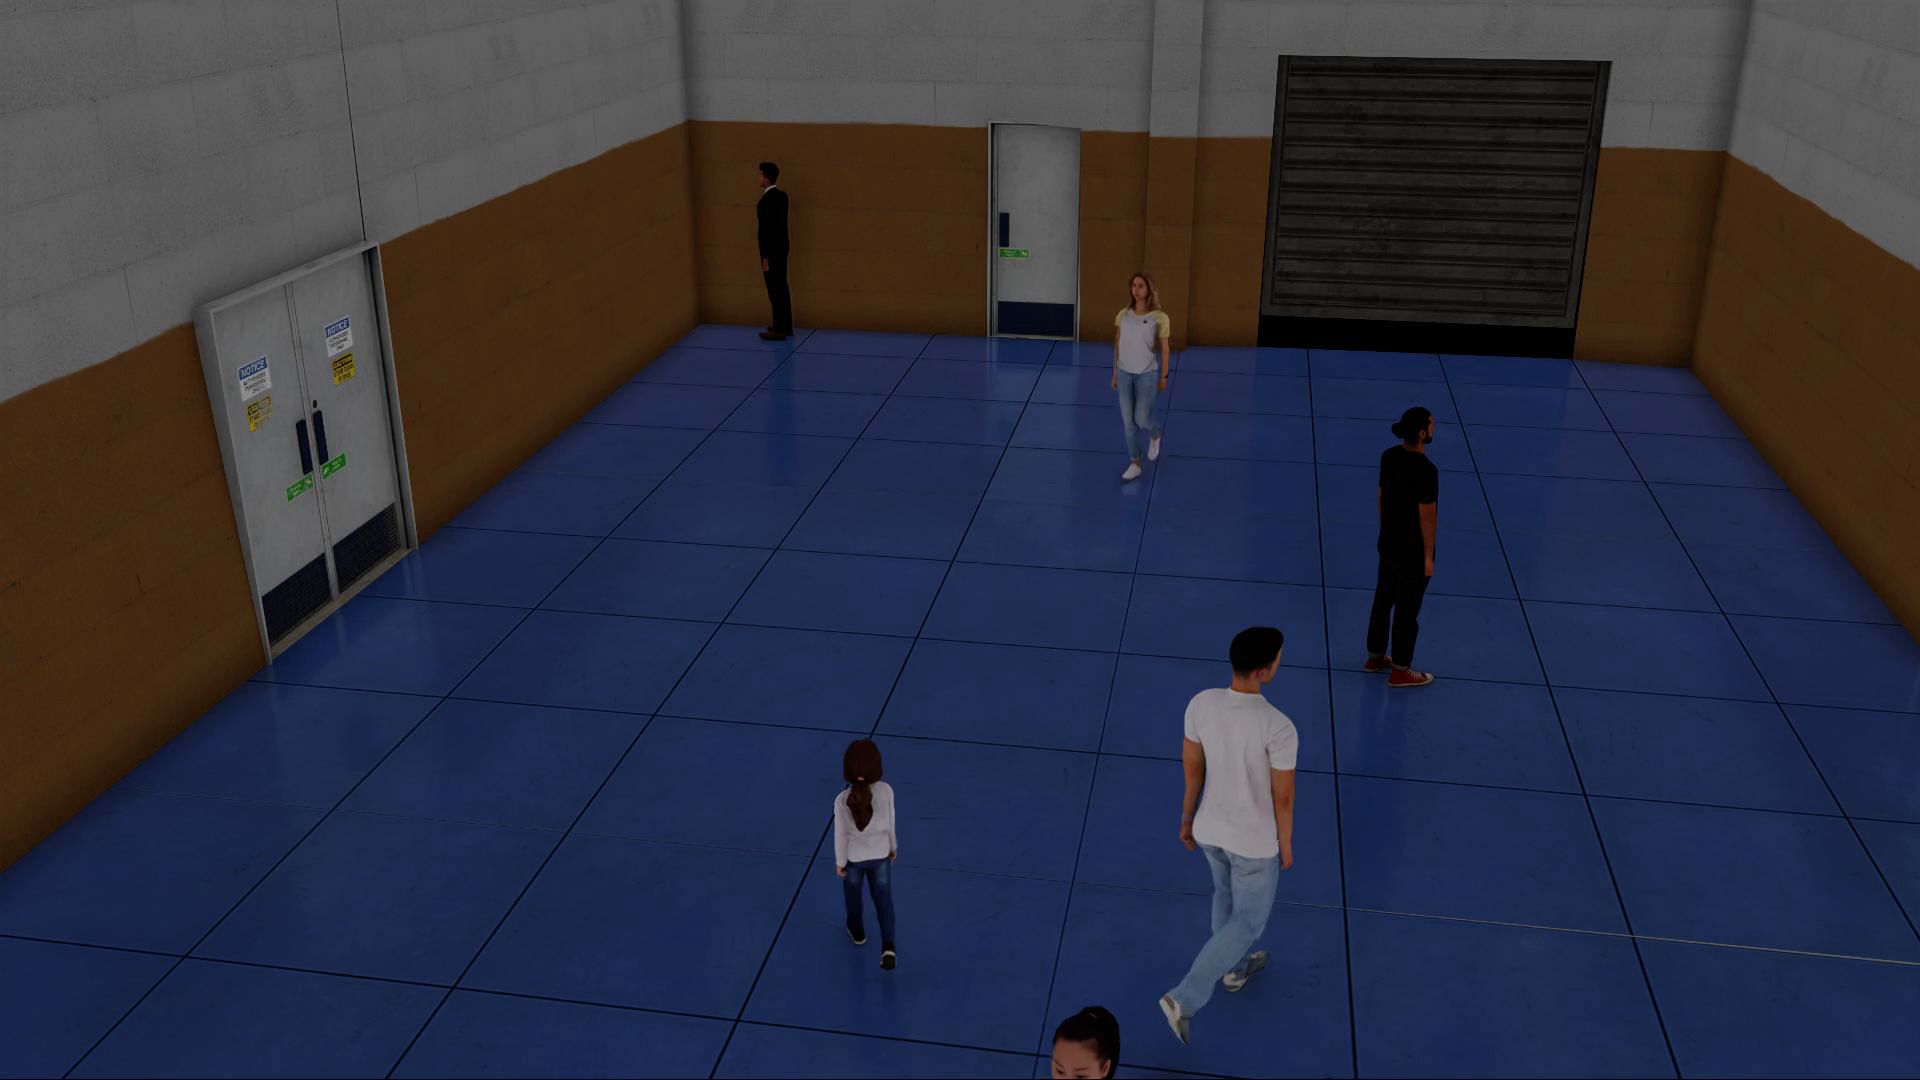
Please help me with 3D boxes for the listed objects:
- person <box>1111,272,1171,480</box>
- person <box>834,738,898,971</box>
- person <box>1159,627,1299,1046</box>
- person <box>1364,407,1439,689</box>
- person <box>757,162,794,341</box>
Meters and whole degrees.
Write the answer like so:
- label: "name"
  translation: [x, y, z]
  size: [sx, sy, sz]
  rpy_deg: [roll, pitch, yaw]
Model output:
- label: "person"
  translation: [1.491, -1.355, 13.607]
  size: [0.845, 1.712, 0.850]
  rpy_deg: [13, 25, 29]
- label: "person"
  translation: [-0.406, 1.430, 7.523]
  size: [0.748, 1.096, 0.698]
  rpy_deg: [-7, 23, -16]
- label: "person"
  translation: [1.115, 1.259, 6.967]
  size: [1.163, 1.828, 1.137]
  rpy_deg: [20, 30, 41]
- label: "person"
  translation: [2.700, 0.037, 10.103]
  size: [0.761, 1.758, 0.730]
  rpy_deg: [-10, 24, -23]
- label: "person"
  translation: [-1.960, -3.081, 17.700]
  size: [0.600, 1.879, 0.716]
  rpy_deg: [7, 23, 17]
